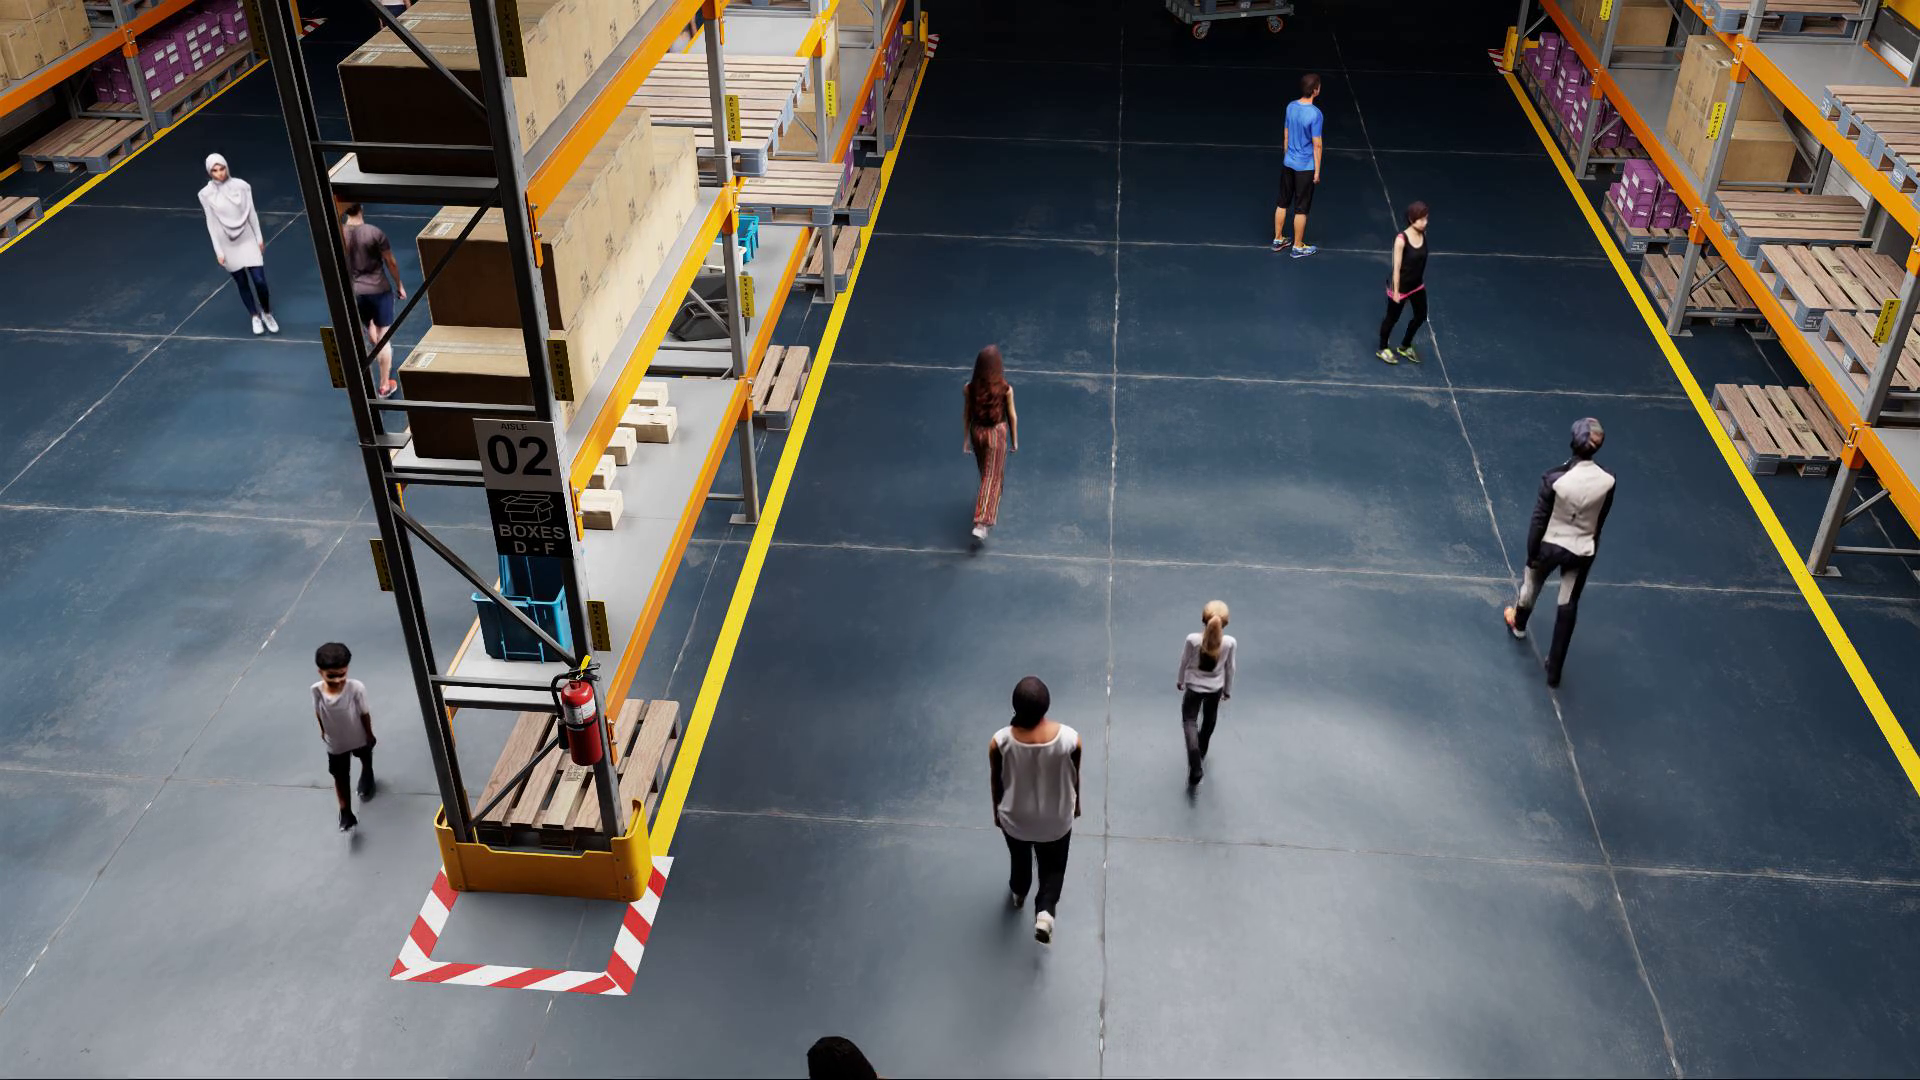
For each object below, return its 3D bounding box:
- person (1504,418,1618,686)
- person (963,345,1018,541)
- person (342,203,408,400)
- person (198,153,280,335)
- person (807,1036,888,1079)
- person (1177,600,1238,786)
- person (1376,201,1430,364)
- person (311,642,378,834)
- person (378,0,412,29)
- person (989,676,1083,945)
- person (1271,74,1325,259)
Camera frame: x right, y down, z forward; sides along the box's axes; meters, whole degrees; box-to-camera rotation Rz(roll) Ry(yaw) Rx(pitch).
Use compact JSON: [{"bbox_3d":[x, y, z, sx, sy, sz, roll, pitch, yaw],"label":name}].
[{"bbox_3d":[4.016,0.123,10.997,0.682,1.855,0.999,4,34,6],"label":"person"},{"bbox_3d":[0.205,-0.721,12.559,0.671,1.532,1.106,8,34,12],"label":"person"},{"bbox_3d":[-5.110,-2.080,14.342,0.729,1.822,1.048,-1,34,-2],"label":"person"},{"bbox_3d":[-6.706,-2.759,15.416,0.711,1.763,0.738,-13,36,-19],"label":"person"},{"bbox_3d":[-0.348,2.844,6.986,1.200,1.765,1.240,-23,40,-31],"label":"person"},{"bbox_3d":[1.511,0.945,10.296,0.541,1.261,0.849,0,34,0],"label":"person"},{"bbox_3d":[3.956,-2.337,14.984,0.686,1.539,0.742,-20,39,-28],"label":"person"},{"bbox_3d":[-3.708,1.103,10.094,0.631,1.223,0.921,-3,34,-5],"label":"person"},{"bbox_3d":[-7.277,-6.722,21.432,0.640,1.703,0.601,-4,34,-7],"label":"person"},{"bbox_3d":[0.412,1.491,9.110,0.678,1.667,0.904,4,34,6],"label":"person"},{"bbox_3d":[3.441,-3.803,16.891,0.759,1.869,0.699,-25,41,-32],"label":"person"}]
